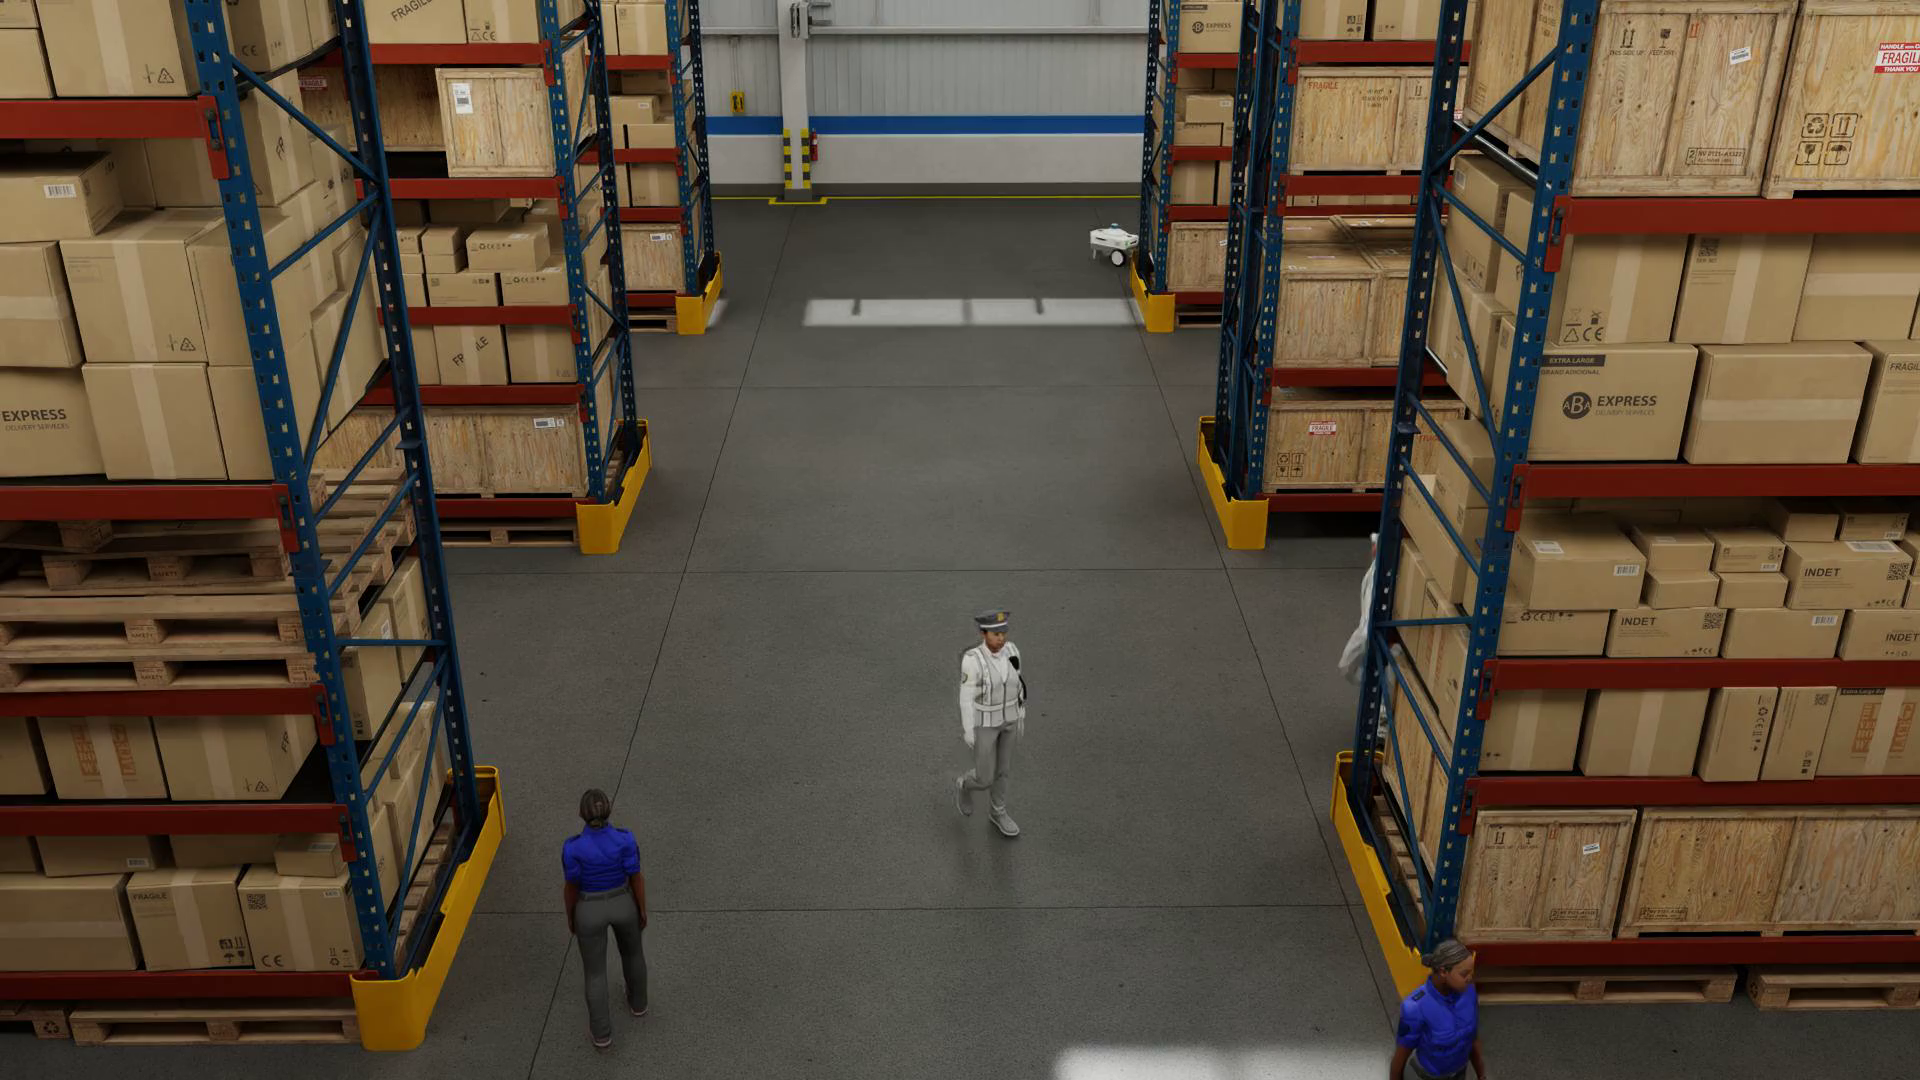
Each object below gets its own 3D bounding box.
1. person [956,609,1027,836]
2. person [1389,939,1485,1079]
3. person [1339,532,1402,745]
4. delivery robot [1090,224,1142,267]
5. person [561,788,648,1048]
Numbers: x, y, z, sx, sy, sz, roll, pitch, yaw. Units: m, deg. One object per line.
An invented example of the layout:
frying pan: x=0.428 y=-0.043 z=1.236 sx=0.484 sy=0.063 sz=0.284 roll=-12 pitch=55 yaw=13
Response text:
person: x=0.209 y=1.216 z=11.324 sx=0.485 sy=1.693 sz=0.482 roll=-14 pitch=29 yaw=-28
person: x=2.334 y=2.678 z=8.286 sx=0.456 sy=1.637 sz=0.815 roll=-16 pitch=30 yaw=-31
person: x=3.128 y=0.709 z=12.286 sx=0.495 sy=1.784 sz=0.637 roll=-3 pitch=25 yaw=-6
delivery robot: x=2.385 y=-4.379 z=24.829 sx=0.754 sy=0.536 sz=0.667 roll=19 pitch=31 yaw=35
person: x=-2.038 y=2.096 z=9.530 sx=0.443 sy=1.666 sz=0.497 roll=-9 pitch=27 yaw=-18
